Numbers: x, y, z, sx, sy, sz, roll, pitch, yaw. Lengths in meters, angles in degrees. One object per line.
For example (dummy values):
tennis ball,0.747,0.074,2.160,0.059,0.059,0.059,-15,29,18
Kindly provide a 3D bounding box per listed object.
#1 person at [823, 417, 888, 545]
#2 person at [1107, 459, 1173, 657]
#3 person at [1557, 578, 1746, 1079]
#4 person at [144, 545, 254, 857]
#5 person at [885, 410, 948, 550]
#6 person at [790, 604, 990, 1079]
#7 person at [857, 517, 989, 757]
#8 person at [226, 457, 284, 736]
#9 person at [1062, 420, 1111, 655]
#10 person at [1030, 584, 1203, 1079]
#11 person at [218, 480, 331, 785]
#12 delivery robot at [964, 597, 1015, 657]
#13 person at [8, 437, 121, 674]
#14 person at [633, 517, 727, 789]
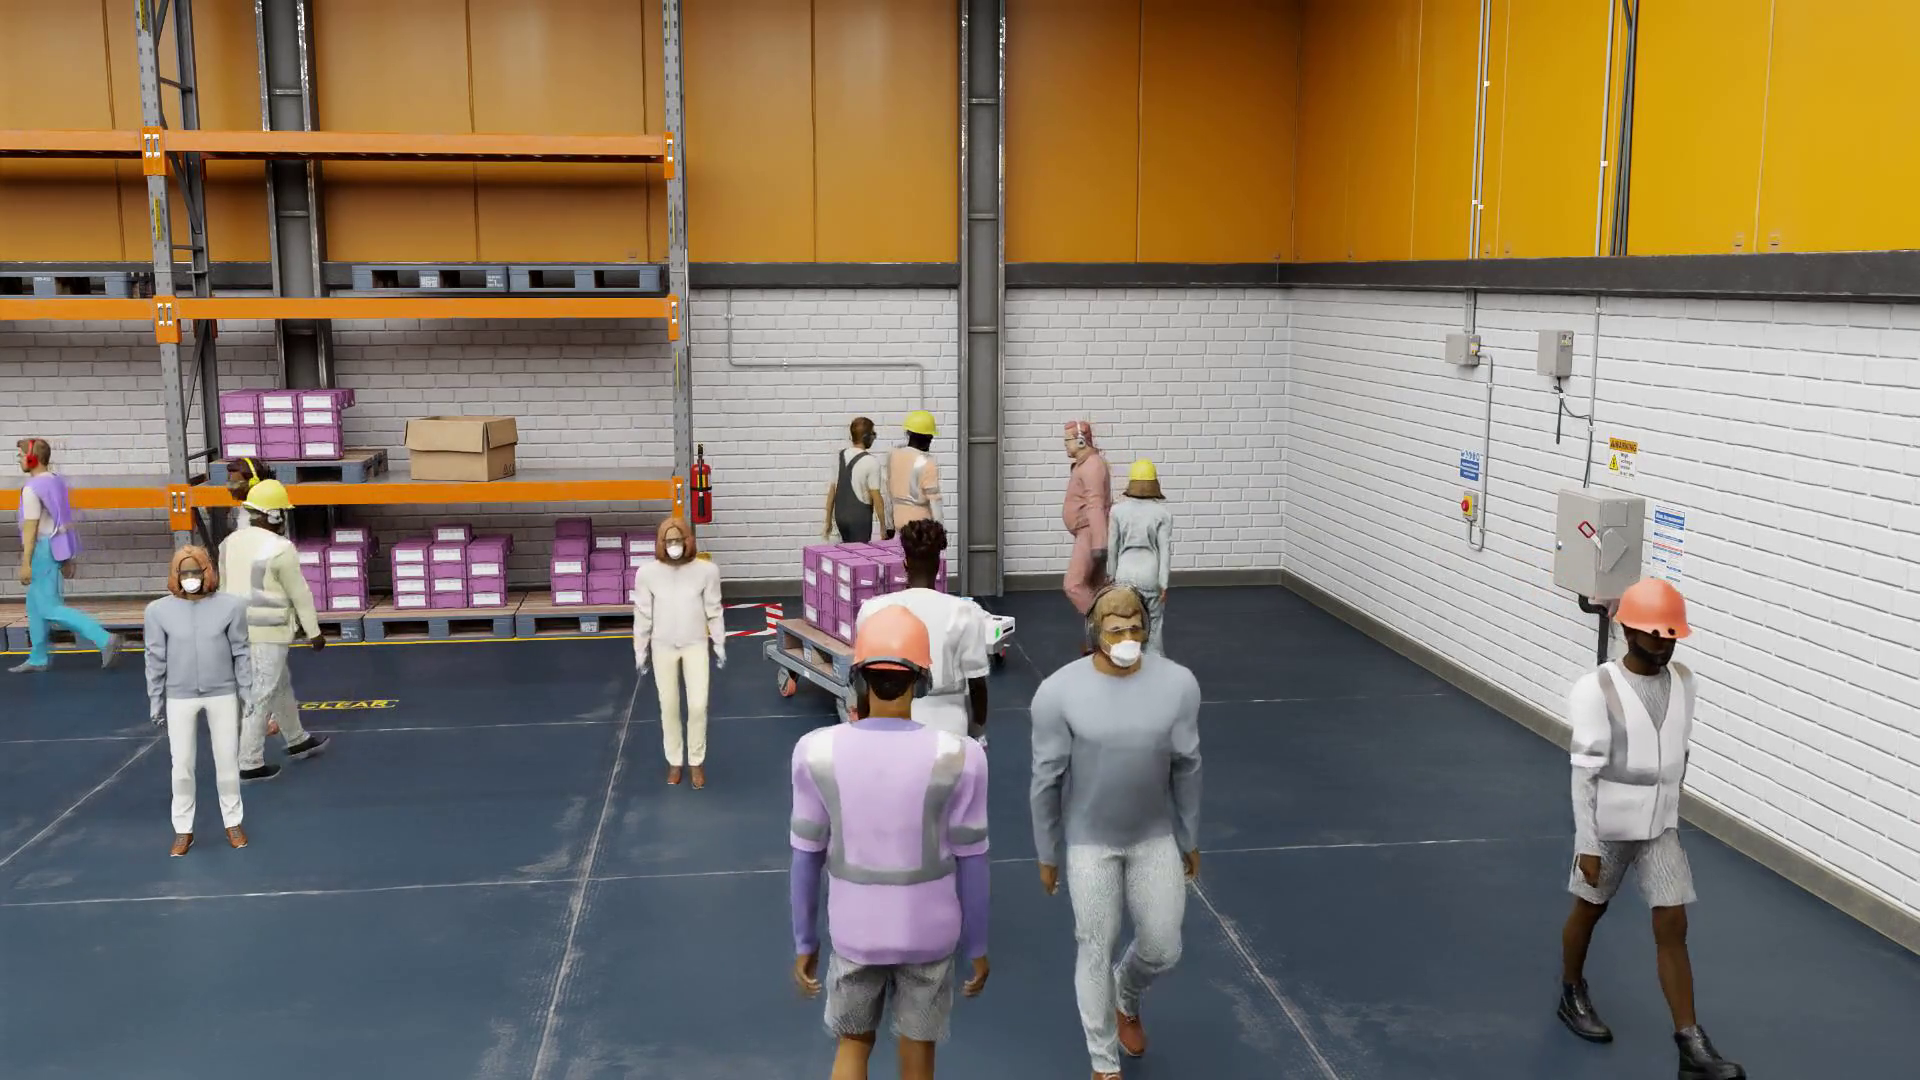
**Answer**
person,-0.881,-0.133,14.121,0.577,1.824,0.420,7,11,37
person,1.279,0.268,12.024,0.492,1.710,0.870,3,10,19
person,2.581,1.091,6.262,0.576,1.887,0.963,-2,9,-14
person,-3.972,0.830,8.709,0.509,1.631,0.269,-4,10,-25
person,-0.353,-0.137,13.899,0.428,1.900,0.627,-8,12,-41
person,-0.220,1.215,5.093,0.616,2.030,0.586,1,9,8
person,-0.184,0.864,7.598,0.613,1.936,0.922,1,9,8
person,-4.568,0.381,10.844,0.520,1.853,0.416,8,12,40
person,1.047,-0.008,13.194,0.490,1.874,0.685,0,9,2
person,0.569,1.102,6.090,0.648,1.929,0.485,-2,9,-10
person,-4.099,0.532,10.056,0.586,1.795,0.831,6,11,33
delivery robot,0.055,0.682,12.698,0.707,0.478,0.477,5,10,26
person,-6.804,0.130,12.513,0.781,1.816,0.575,-2,9,-13
person,-1.646,0.669,9.767,0.539,1.615,0.517,-1,9,-5
